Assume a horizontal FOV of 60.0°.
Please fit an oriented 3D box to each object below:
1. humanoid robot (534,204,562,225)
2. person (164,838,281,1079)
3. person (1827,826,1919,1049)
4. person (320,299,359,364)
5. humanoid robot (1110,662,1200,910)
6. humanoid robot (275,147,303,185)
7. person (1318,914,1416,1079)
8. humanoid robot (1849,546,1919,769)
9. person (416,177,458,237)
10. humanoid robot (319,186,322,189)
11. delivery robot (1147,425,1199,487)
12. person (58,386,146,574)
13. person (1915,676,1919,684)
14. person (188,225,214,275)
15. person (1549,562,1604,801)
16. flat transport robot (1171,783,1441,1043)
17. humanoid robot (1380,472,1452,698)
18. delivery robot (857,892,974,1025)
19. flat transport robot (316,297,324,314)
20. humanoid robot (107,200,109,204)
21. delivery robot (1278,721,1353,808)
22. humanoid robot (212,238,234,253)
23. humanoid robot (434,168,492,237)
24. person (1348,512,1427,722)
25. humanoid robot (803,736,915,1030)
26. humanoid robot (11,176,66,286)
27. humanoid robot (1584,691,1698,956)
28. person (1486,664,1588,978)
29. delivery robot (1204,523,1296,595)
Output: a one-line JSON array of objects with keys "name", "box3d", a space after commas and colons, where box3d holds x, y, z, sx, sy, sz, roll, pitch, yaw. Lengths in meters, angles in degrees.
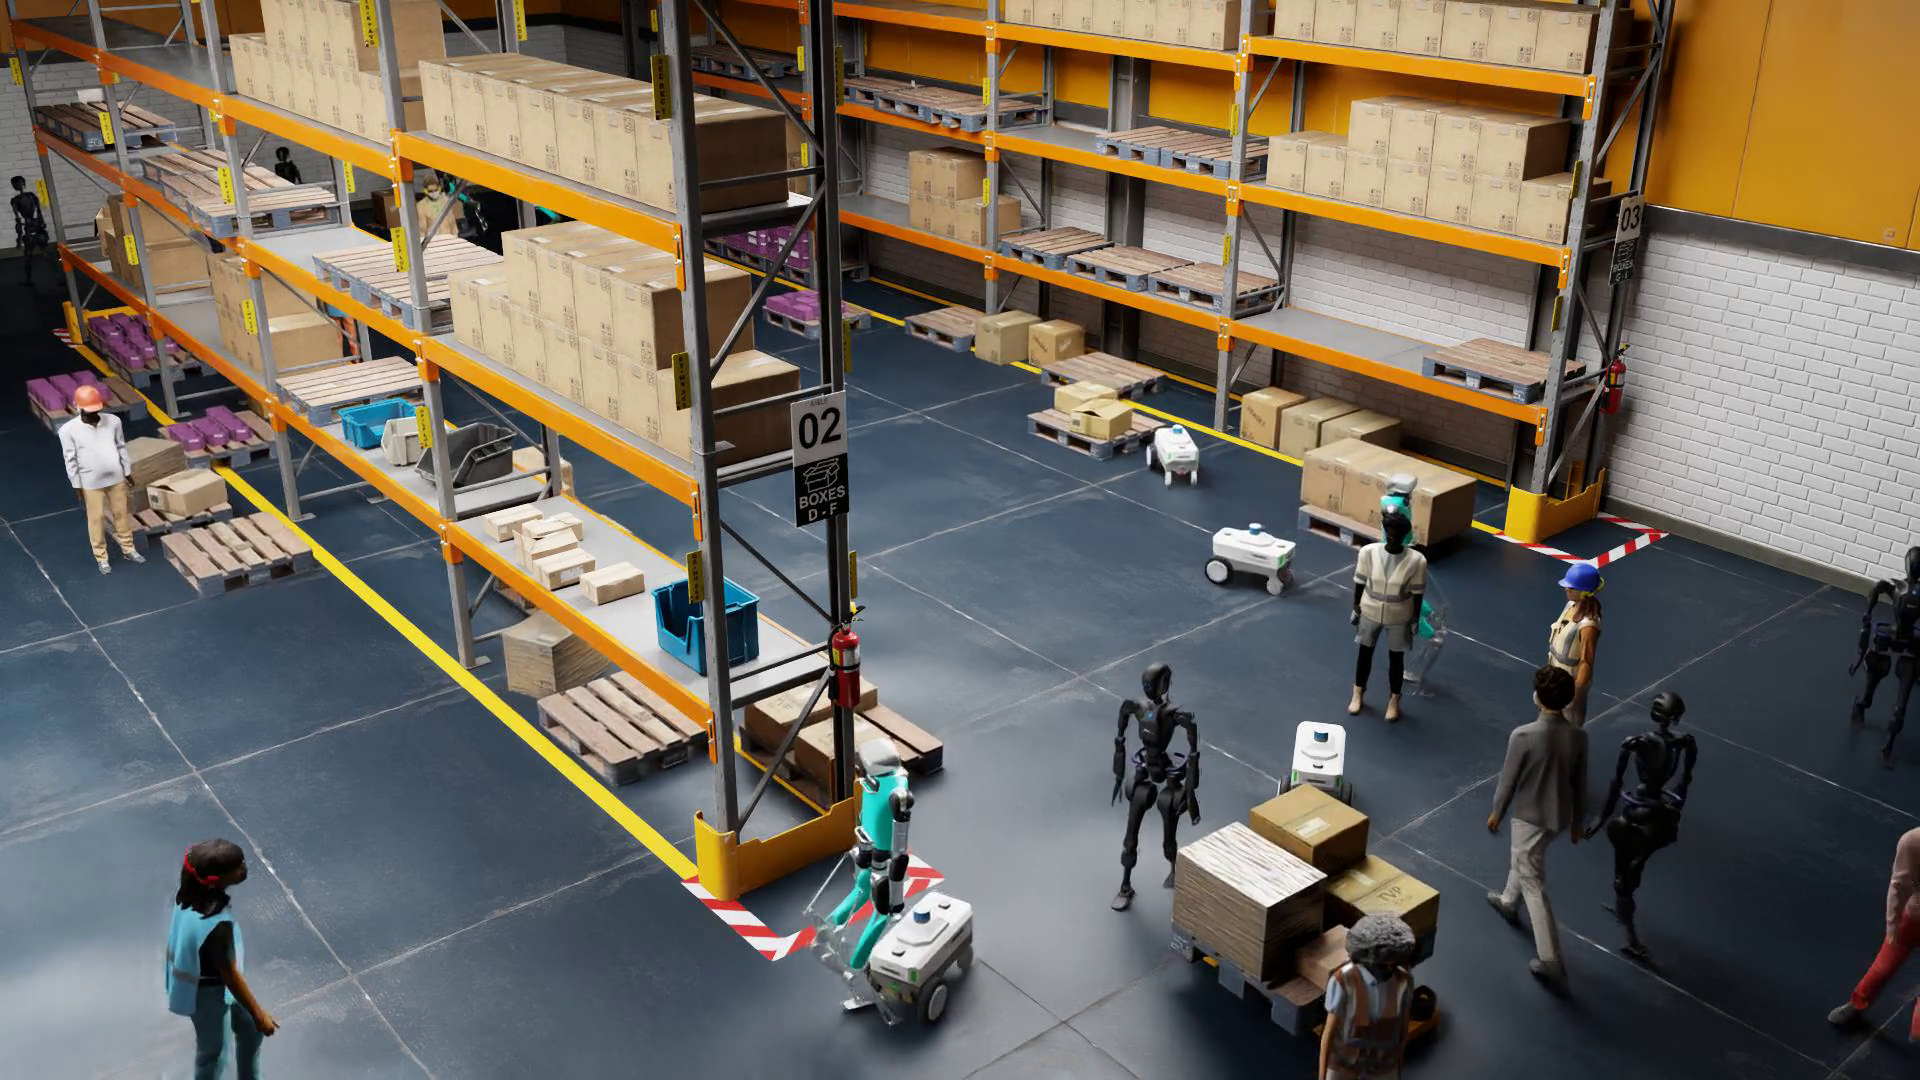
[{"name": "humanoid robot", "box3d": [-6.606, -5.483, 26.497, 0.863, 1.781, 0.599, -7, 24, -17]}, {"name": "person", "box3d": [-3.720, 2.291, 8.375, 0.704, 1.822, 0.553, -14, 27, -29]}, {"name": "person", "box3d": [5.267, 2.044, 9.085, 0.659, 1.719, 0.378, 1, 23, 3]}, {"name": "person", "box3d": [-7.485, -2.755, 20.138, 0.487, 1.763, 0.326, 2, 23, 4]}, {"name": "humanoid robot", "box3d": [1.239, 1.522, 10.383, 0.609, 1.662, 0.583, 13, 26, 27]}, {"name": "humanoid robot", "box3d": [-10.627, -5.465, 26.591, 0.612, 1.648, 0.730, 11, 26, 25]}, {"name": "person", "box3d": [1.923, 2.557, 7.947, 0.456, 1.665, 0.687, 2, 23, 4]}, {"name": "humanoid robot", "box3d": [6.811, 0.790, 12.068, 0.600, 1.640, 0.670, 8, 25, 18]}, {"name": "person", "box3d": [-7.302, -4.180, 23.334, 0.585, 1.846, 0.462, -15, 28, -31]}, {"name": "humanoid robot", "box3d": [-9.118, -4.039, 23.160, 0.723, 1.798, 0.535, -12, 26, -25]}, {"name": "delivery robot", "box3d": [2.259, -0.916, 17.408, 0.499, 0.598, 0.777, -2, 23, -4]}, {"name": "person", "box3d": [-7.782, -0.566, 15.090, 0.331, 1.744, 0.558, 18, 29, 36]}, {"name": "person", "box3d": [7.818, 0.263, 12.952, 0.546, 1.926, 0.388, 13, 27, 28]}, {"name": "person", "box3d": [-10.816, -4.292, 23.555, 0.406, 1.886, 0.669, -20, 30, -38]}, {"name": "person", "box3d": [4.187, 0.976, 11.479, 0.311, 1.778, 0.462, -1, 23, -1]}, {"name": "flat transport robot", "box3d": [2.037, 2.534, 9.776, 0.659, 0.231, 1.431, -17, 29, -34]}, {"name": "humanoid robot", "box3d": [3.623, 0.376, 12.959, 0.820, 1.803, 0.546, 10, 25, 22]}, {"name": "delivery robot", "box3d": [-0.226, 2.397, 9.716, 0.499, 0.582, 0.773, 13, 27, 27]}, {"name": "flat transport robot", "box3d": [-8.583, -3.198, 23.049, 1.431, 0.231, 0.659, 4, 24, 10]}, {"name": "humanoid robot", "box3d": [-11.526, -3.926, 22.955, 0.309, 1.652, 0.609, -10, 25, -23]}, {"name": "delivery robot", "box3d": [2.500, 1.577, 11.613, 0.499, 0.581, 0.774, 6, 24, 13]}, {"name": "humanoid robot", "box3d": [-9.981, -3.882, 22.852, 0.353, 1.656, 0.599, 9, 25, 21]}, {"name": "humanoid robot", "box3d": [-8.126, -5.799, 27.247, 0.968, 1.762, 0.545, 1, 23, 3]}, {"name": "person", "box3d": [3.215, 0.565, 12.542, 0.535, 1.693, 0.320, 10, 25, 23]}, {"name": "humanoid robot", "box3d": [-0.603, 1.971, 9.259, 0.669, 1.827, 0.537, -11, 26, -24]}, {"name": "humanoid robot", "box3d": [-13.602, -4.531, 24.421, 0.764, 1.634, 0.611, 4, 24, 8]}, {"name": "humanoid robot", "box3d": [4.107, 1.691, 10.010, 0.610, 1.651, 0.639, -2, 23, -5]}, {"name": "person", "box3d": [3.467, 1.649, 9.833, 0.534, 1.855, 0.948, -6, 24, -14]}, {"name": "delivery robot", "box3d": [2.616, 0.145, 14.960, 0.801, 0.606, 0.499, 14, 27, 30]}]
